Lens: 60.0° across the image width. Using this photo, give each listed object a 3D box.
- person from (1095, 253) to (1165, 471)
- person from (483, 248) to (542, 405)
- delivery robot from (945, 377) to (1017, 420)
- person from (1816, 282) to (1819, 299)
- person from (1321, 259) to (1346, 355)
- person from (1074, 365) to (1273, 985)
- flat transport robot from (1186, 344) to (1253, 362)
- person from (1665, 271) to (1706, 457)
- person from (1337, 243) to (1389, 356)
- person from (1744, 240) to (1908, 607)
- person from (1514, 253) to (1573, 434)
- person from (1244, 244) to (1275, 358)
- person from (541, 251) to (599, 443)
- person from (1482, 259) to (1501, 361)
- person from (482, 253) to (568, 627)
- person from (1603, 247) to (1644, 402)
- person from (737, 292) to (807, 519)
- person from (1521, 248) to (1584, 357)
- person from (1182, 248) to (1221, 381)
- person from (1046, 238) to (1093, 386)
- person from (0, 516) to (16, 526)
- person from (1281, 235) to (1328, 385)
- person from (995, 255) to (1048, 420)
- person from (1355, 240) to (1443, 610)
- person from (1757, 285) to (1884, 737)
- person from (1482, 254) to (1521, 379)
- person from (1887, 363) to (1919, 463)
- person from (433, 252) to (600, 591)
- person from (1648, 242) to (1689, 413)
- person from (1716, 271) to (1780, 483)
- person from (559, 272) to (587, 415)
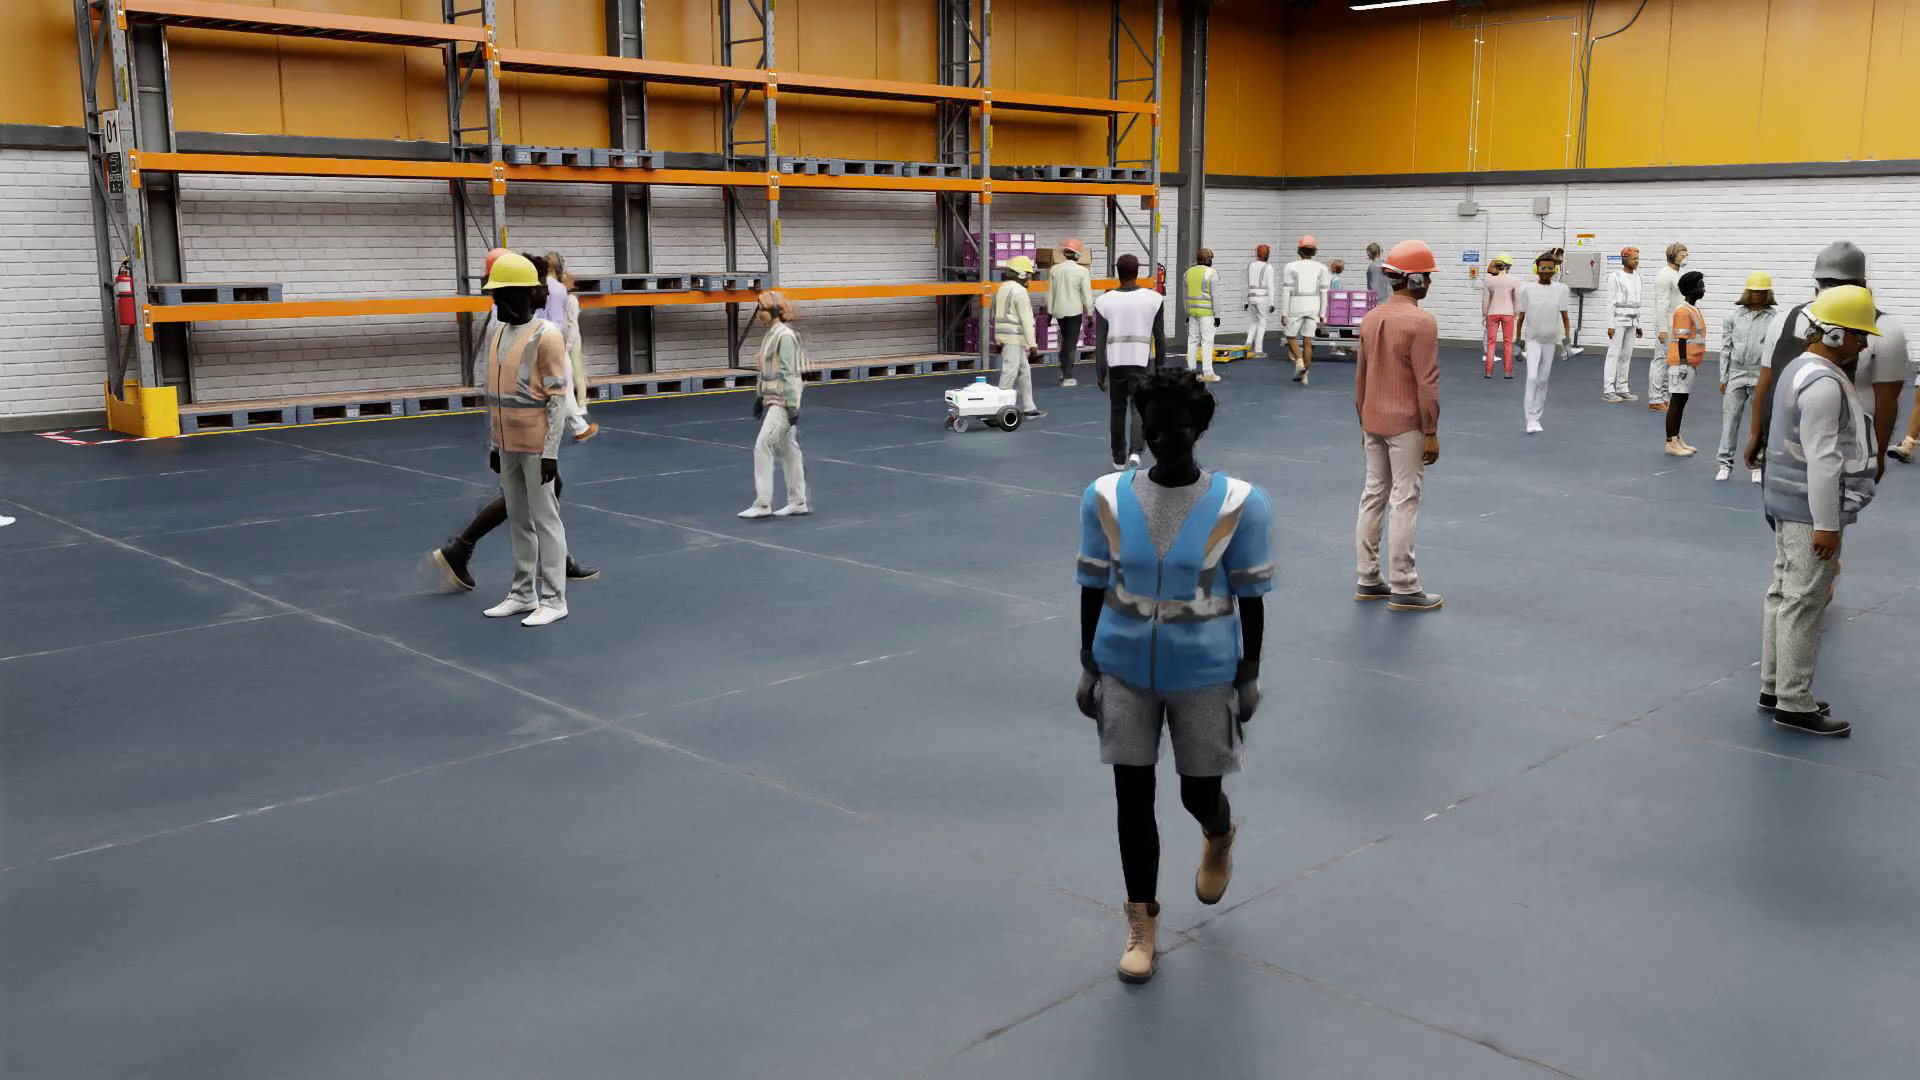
[{"bbox_3d":[1.434,-1.482,14.081,0.592,1.884,0.941,1,10,8],"label":"person"},{"bbox_3d":[-3.276,-1.158,12.172,0.375,1.927,0.543,2,11,13],"label":"person"},{"bbox_3d":[0.215,-1.451,17.257,0.707,0.478,0.477,-4,11,-20],"label":"delivery robot"},{"bbox_3d":[12.949,-3.349,24.919,0.279,1.633,0.499,9,14,42],"label":"person"},{"bbox_3d":[6.198,-3.909,27.992,0.606,1.621,0.545,-1,10,-3],"label":"person"},{"bbox_3d":[0.591,0.349,4.630,0.540,1.682,0.540,4,11,19],"label":"person"},{"bbox_3d":[4.219,-3.040,26.952,0.652,0.197,1.431,5,12,27],"label":"flat transport robot"},{"bbox_3d":[6.685,-1.621,15.317,0.318,1.699,0.533,6,12,31],"label":"person"},{"bbox_3d":[6.820,-3.975,27.646,1.032,1.876,0.666,7,12,33],"label":"person"},{"bbox_3d":[4.455,-0.557,8.580,0.847,2.000,0.688,-7,13,-34],"label":"person"},{"bbox_3d":[5.975,-1.989,16.957,0.515,1.841,0.829,1,10,3],"label":"person"},{"bbox_3d":[4.971,-3.943,27.500,0.408,1.870,0.592,-7,13,-35],"label":"person"},{"bbox_3d":[-3.912,-1.807,15.891,0.635,1.859,1.031,8,13,38],"label":"person"},{"bbox_3d":[8.631,-3.711,26.884,0.280,1.636,0.500,6,12,30],"label":"person"},{"bbox_3d":[-2.271,-0.516,8.667,0.585,1.927,0.366,9,14,41],"label":"person"},{"bbox_3d":[8.110,-2.624,20.287,0.574,1.882,0.356,-6,12,-30],"label":"person"},{"bbox_3d":[-1.388,-0.950,11.860,0.665,1.613,0.552,-3,11,-17],"label":"person"},{"bbox_3d":[9.758,-3.891,27.406,1.025,1.806,0.507,6,12,28],"label":"person"},{"bbox_3d":[3.394,-3.133,23.173,0.429,1.841,0.634,-9,13,-39],"label":"person"},{"bbox_3d":[1.526,-3.073,22.467,0.659,1.974,0.584,7,13,35],"label":"person"},{"bbox_3d":[-6.893,-0.928,11.100,0.657,1.865,0.980,7,12,33],"label":"person"},{"bbox_3d":[4.660,-3.110,22.539,0.629,2.023,0.451,-1,10,-4],"label":"person"},{"bbox_3d":[0.694,-2.153,17.918,0.773,1.797,0.636,-4,11,-19],"label":"person"},{"bbox_3d":[2.396,-0.621,9.052,0.386,1.996,0.610,-4,11,-22],"label":"person"},{"bbox_3d":[3.513,-0.124,6.816,0.403,1.822,0.589,3,11,16],"label":"person"},{"bbox_3d":[7.651,-3.157,23.527,0.523,1.761,0.328,5,11,24],"label":"person"},{"bbox_3d":[8.733,-1.659,14.734,1.035,1.985,0.632,-6,12,-28],"label":"person"},{"bbox_3d":[-2.565,-0.664,9.481,0.887,1.939,0.613,-4,11,-22],"label":"person"},{"bbox_3d":[8.141,-2.433,19.086,0.358,1.938,0.636,8,13,37],"label":"person"},{"bbox_3d":[6.489,-1.331,13.645,0.484,1.737,0.322,5,12,27],"label":"person"},{"bbox_3d":[-4.432,-2.186,18.596,0.554,1.616,0.498,-10,14,-44],"label":"person"}]
